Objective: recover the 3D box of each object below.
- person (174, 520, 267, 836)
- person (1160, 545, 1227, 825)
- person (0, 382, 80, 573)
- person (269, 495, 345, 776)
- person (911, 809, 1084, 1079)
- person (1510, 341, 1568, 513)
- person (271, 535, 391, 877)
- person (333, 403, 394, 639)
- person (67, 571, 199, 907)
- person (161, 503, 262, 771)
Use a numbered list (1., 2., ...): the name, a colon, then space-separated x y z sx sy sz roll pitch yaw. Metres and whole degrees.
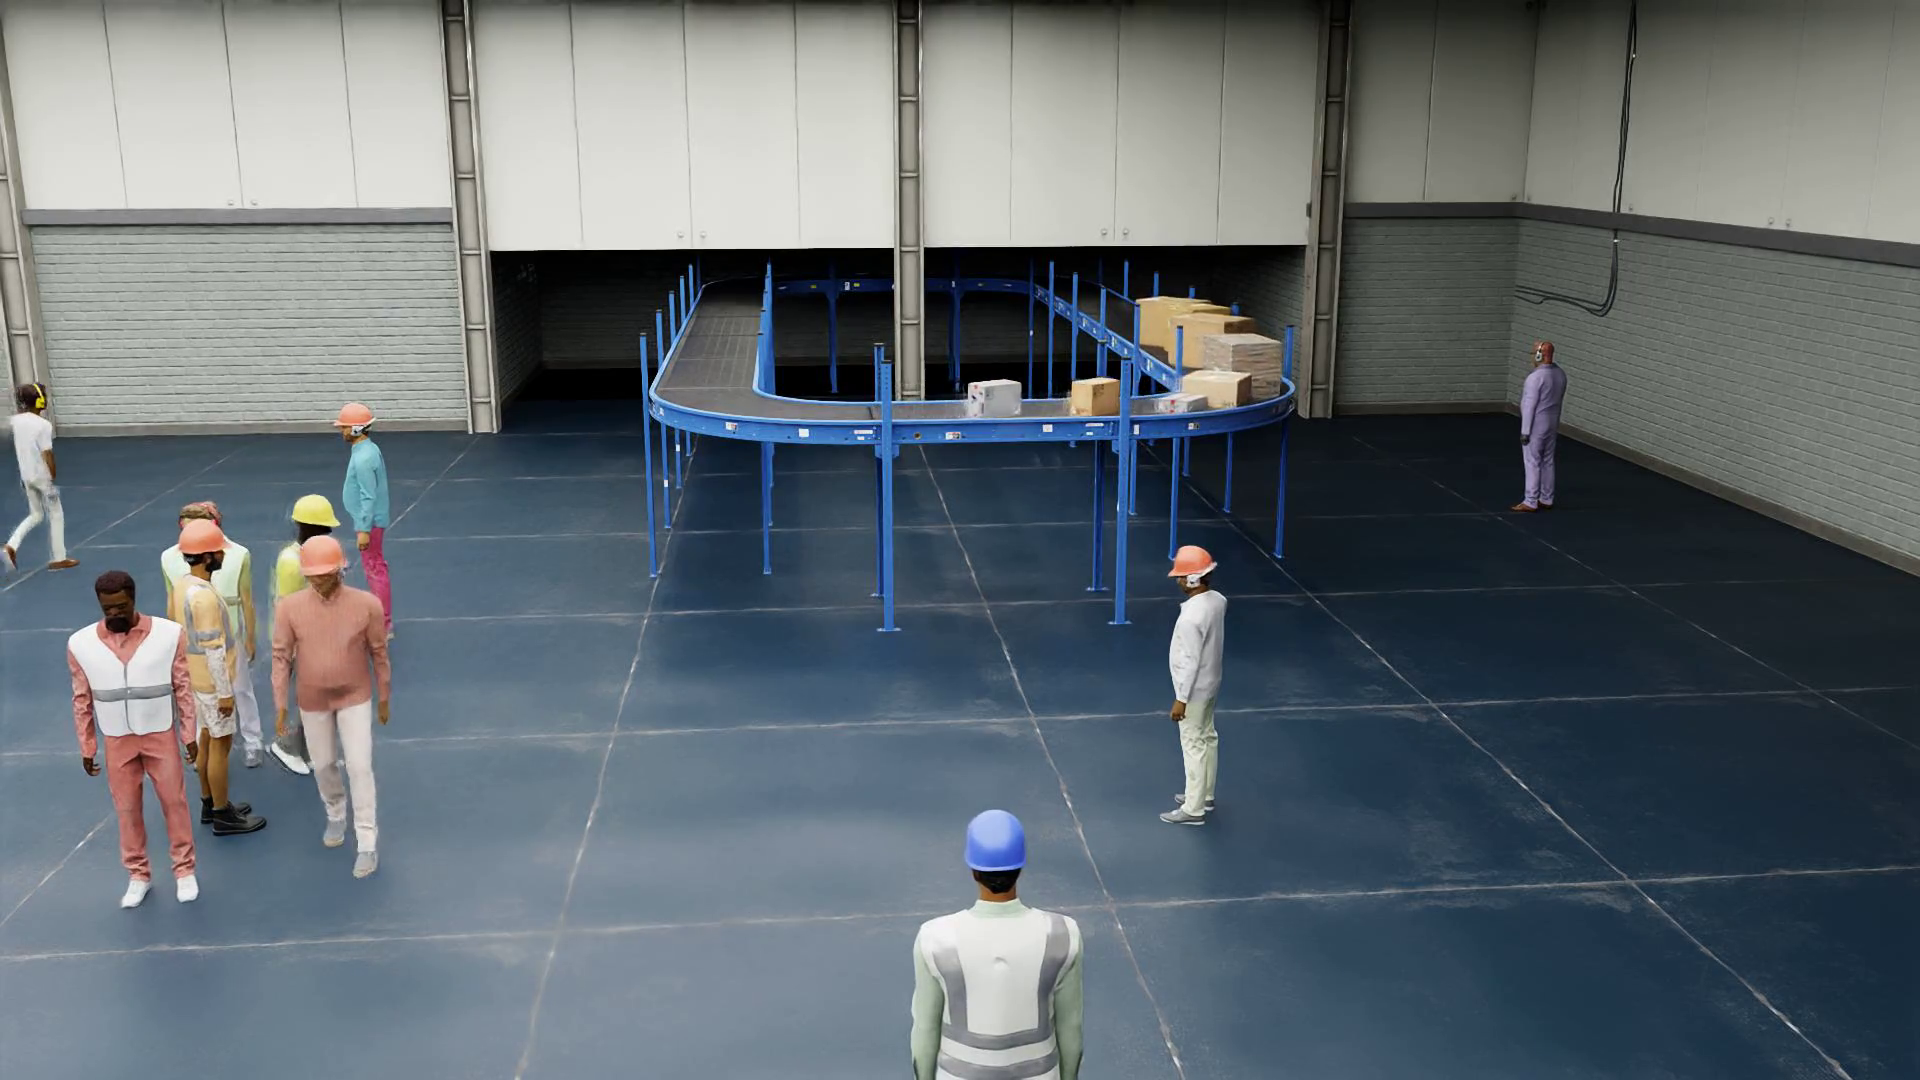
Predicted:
1. person: -4.496 0.826 10.058 0.364 1.935 0.552 -11 17 -36
2. person: 1.428 0.882 10.216 0.334 1.748 0.561 7 16 25
3. person: -8.835 -0.572 15.827 0.533 1.850 0.680 5 15 18
4. person: -4.242 0.635 10.911 0.465 1.904 0.584 -2 14 -8
5. person: 0.131 1.880 5.854 0.604 1.938 0.426 -1 14 -5
6. person: 6.435 -1.264 18.503 0.639 1.900 0.401 -11 17 -36
7. person: -3.636 0.924 9.648 0.641 1.976 0.649 -3 14 -11
8. person: -4.946 -0.153 13.858 0.381 1.994 0.619 -4 15 -16
9. person: -4.511 1.074 9.137 0.599 1.909 0.405 -5 15 -19
10. person: -4.948 0.634 11.045 0.562 1.835 0.390 -2 14 -6
